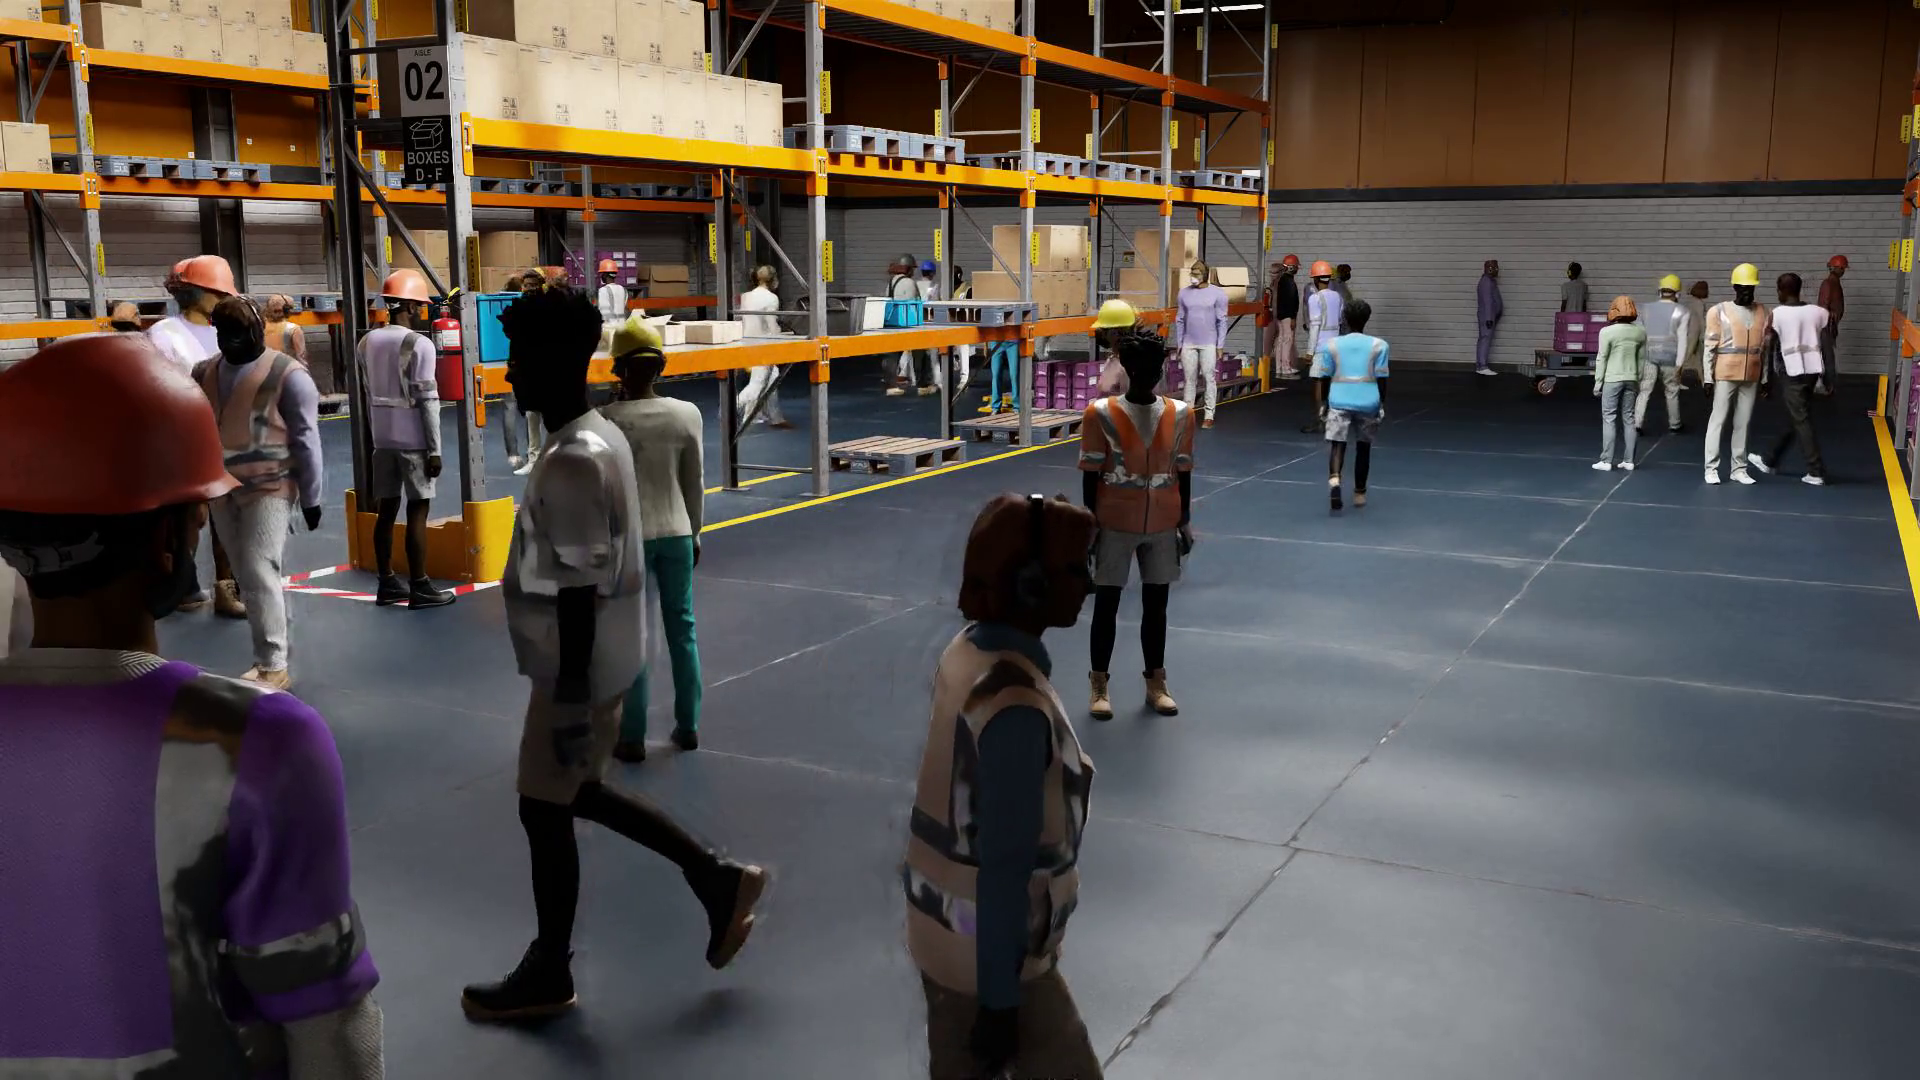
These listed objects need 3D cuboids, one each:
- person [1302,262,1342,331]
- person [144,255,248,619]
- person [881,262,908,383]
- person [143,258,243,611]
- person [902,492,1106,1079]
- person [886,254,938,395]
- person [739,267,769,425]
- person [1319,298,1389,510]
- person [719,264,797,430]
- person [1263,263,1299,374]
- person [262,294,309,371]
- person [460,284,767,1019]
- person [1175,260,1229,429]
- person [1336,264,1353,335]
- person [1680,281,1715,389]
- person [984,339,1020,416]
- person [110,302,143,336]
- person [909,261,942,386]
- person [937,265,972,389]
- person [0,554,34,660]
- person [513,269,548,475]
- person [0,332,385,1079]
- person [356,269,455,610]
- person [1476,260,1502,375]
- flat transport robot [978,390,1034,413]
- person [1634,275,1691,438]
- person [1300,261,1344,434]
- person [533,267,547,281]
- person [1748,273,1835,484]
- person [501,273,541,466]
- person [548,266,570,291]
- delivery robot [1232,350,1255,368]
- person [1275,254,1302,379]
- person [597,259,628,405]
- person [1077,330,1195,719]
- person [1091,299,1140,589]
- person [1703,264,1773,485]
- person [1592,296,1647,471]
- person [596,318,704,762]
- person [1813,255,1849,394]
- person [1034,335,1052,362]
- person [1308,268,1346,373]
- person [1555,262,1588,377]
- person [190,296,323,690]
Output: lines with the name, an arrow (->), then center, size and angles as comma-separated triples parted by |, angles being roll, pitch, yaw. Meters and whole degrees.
person -> 5.834, -3.557, 26.924 | 0.599, 1.882, 0.845 | 0, 10, -2
person -> -4.218, -0.557, 9.180 | 0.637, 2.019, 0.614 | 5, 11, 26
person -> -0.989, -3.377, 25.888 | 0.356, 1.882, 0.574 | -6, 12, -33
person -> -4.282, -0.584, 9.397 | 0.613, 1.991, 0.392 | 2, 10, 11
person -> 0.077, 0.721, 2.925 | 0.407, 1.623, 0.514 | -2, 10, -11
person -> -0.689, -3.071, 23.656 | 0.852, 2.000, 0.714 | -6, 12, -32
person -> -2.387, -2.296, 19.690 | 0.582, 1.854, 0.631 | 9, 13, 43
person -> 3.070, -1.047, 13.021 | 0.542, 1.677, 0.726 | 3, 10, 18
person -> -2.293, -2.146, 18.732 | 0.895, 1.905, 0.650 | -5, 11, -29
person -> 5.255, -3.656, 27.599 | 0.959, 1.851, 0.665 | -3, 10, -16
person -> -6.317, -1.471, 15.551 | 0.522, 1.639, 0.309 | 3, 10, 18
person -> -0.940, 0.308, 4.366 | 0.743, 1.947, 0.618 | -1, 10, -5
person -> 2.773, -2.243, 19.173 | 0.629, 1.934, 0.376 | 6, 11, 31
person -> 6.360, -3.686, 27.797 | 0.429, 1.839, 0.634 | 2, 10, 9
person -> 10.980, -3.026, 24.673 | 0.803, 1.594, 0.521 | 1, 10, 7
person -> 0.561, -2.387, 20.288 | 0.564, 1.839, 0.376 | 2, 10, 12
person -> -7.273, -1.283, 14.570 | 0.496, 1.597, 0.726 | -3, 10, -16
person -> -0.523, -3.309, 25.448 | 0.633, 1.889, 0.907 | 5, 11, 26
person -> -0.079, -3.170, 24.806 | 0.626, 1.844, 0.429 | 5, 11, 29
person -> -1.553, 0.624, 2.374 | 0.514, 2.002, 0.661 | 6, 11, 30
person -> -3.833, -1.504, 15.060 | 0.532, 1.876, 0.319 | 6, 11, 29
person -> -0.901, 0.742, 1.878 | 0.545, 1.938, 0.355 | 0, 10, 2
person -> -3.146, -0.567, 9.487 | 0.541, 1.929, 0.380 | 5, 11, 26
person -> 8.806, -3.702, 27.693 | 0.410, 1.909, 0.642 | 2, 10, 12
flat transport robot -> 0.838, -1.763, 21.197 | 0.652, 0.197, 1.431 | 5, 11, 27
person -> 7.711, -2.007, 18.261 | 0.956, 1.787, 0.604 | -10, 14, -44
person -> 4.040, -2.149, 18.623 | 0.547, 1.934, 0.375 | -9, 13, -42
person -> -5.385, -2.560, 21.292 | 0.586, 1.835, 0.403 | 3, 10, 14
person -> 7.438, -1.448, 14.844 | 0.601, 1.835, 1.024 | -2, 10, -9
person -> -4.237, -1.634, 15.935 | 0.526, 1.823, 0.575 | -1, 10, -5
person -> -4.915, -2.465, 20.681 | 0.633, 1.861, 0.569 | -1, 10, -4
delivery robot -> 4.239, -2.608, 24.998 | 0.477, 0.478, 0.707 | 4, 11, 24
person -> 5.271, -3.574, 26.699 | 0.382, 1.995, 0.612 | -1, 10, -7
person -> -4.650, -2.758, 22.142 | 0.370, 1.935, 0.552 | 4, 11, 23
person -> 0.772, -0.065, 7.257 | 0.532, 1.693, 0.319 | -2, 10, -11
person -> 0.992, -0.554, 9.902 | 0.573, 1.748, 0.539 | -1, 10, -7
person -> 6.797, -1.439, 14.535 | 0.595, 1.925, 0.370 | -1, 10, -3
person -> 6.151, -1.455, 15.507 | 0.494, 1.624, 0.282 | -3, 10, -15
person -> -1.263, 0.002, 6.660 | 0.523, 1.769, 0.310 | -7, 12, -36
person -> 12.560, -3.107, 24.004 | 0.392, 1.991, 0.612 | 8, 13, 39
person -> 1.092, -3.009, 23.697 | 0.637, 1.907, 0.931 | 9, 13, 42
person -> 6.049, -3.551, 27.173 | 0.780, 1.780, 0.615 | -1, 10, -7
person -> 9.961, -3.582, 27.107 | 0.514, 1.872, 0.328 | -3, 10, -19
person -> -3.306, -0.186, 7.580 | 0.641, 1.821, 0.650 | 3, 10, 19
